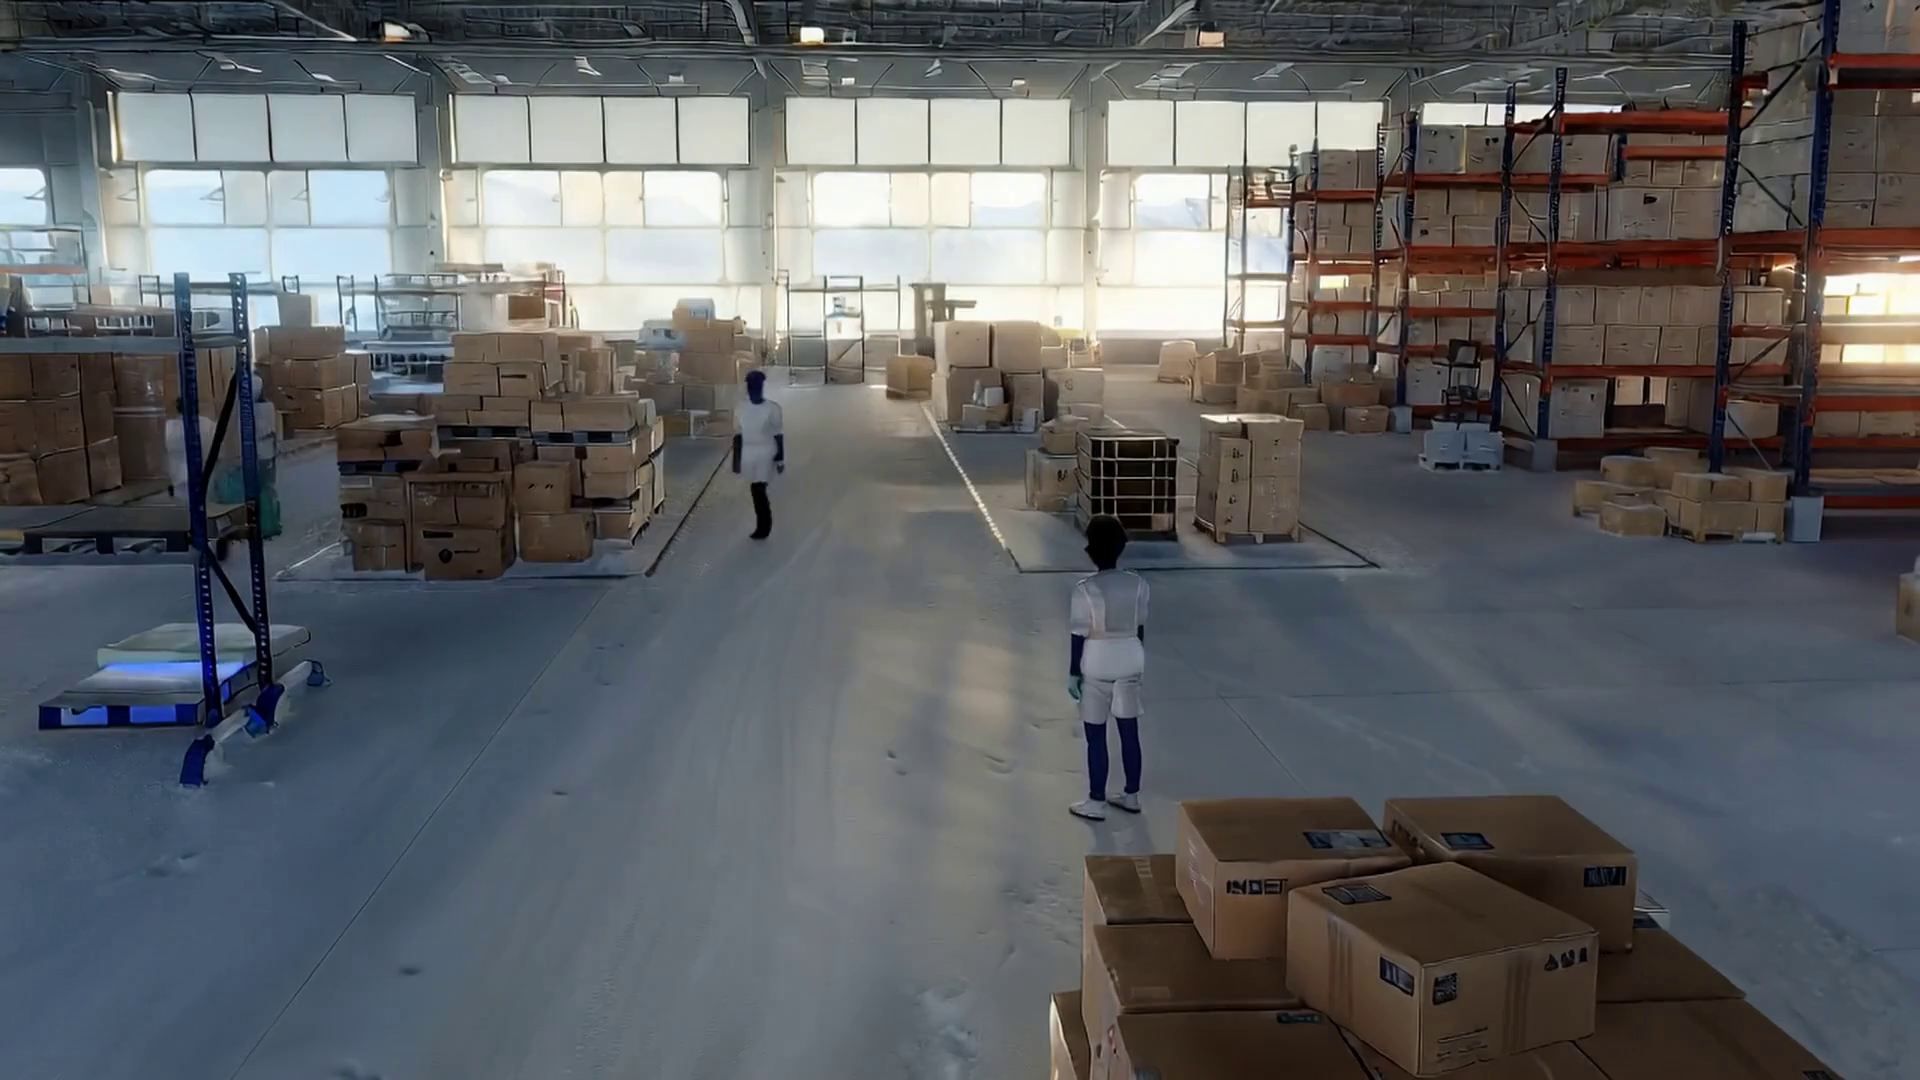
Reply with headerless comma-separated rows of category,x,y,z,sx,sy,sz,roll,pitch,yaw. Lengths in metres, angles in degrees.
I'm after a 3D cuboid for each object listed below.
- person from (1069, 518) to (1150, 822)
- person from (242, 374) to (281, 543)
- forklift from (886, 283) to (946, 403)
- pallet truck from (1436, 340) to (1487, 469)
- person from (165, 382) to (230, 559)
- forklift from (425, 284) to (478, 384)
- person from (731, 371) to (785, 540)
person,0.820,0.722,9.227,0.535,1.694,0.319,-6,11,-33
person,-7.911,-0.918,18.810,0.392,1.919,0.591,1,9,4
forklift,-0.750,-4.708,39.590,1.873,2.768,1.129,-7,11,-36
pallet truck,8.004,-2.170,26.422,0.823,1.965,1.885,2,9,14
person,-7.971,-0.679,17.320,0.584,1.920,0.544,5,11,31
forklift,-10.775,-4.216,36.500,1.873,2.768,1.129,-2,9,-13
person,-2.307,-0.948,18.905,0.636,1.945,0.489,5,10,29
